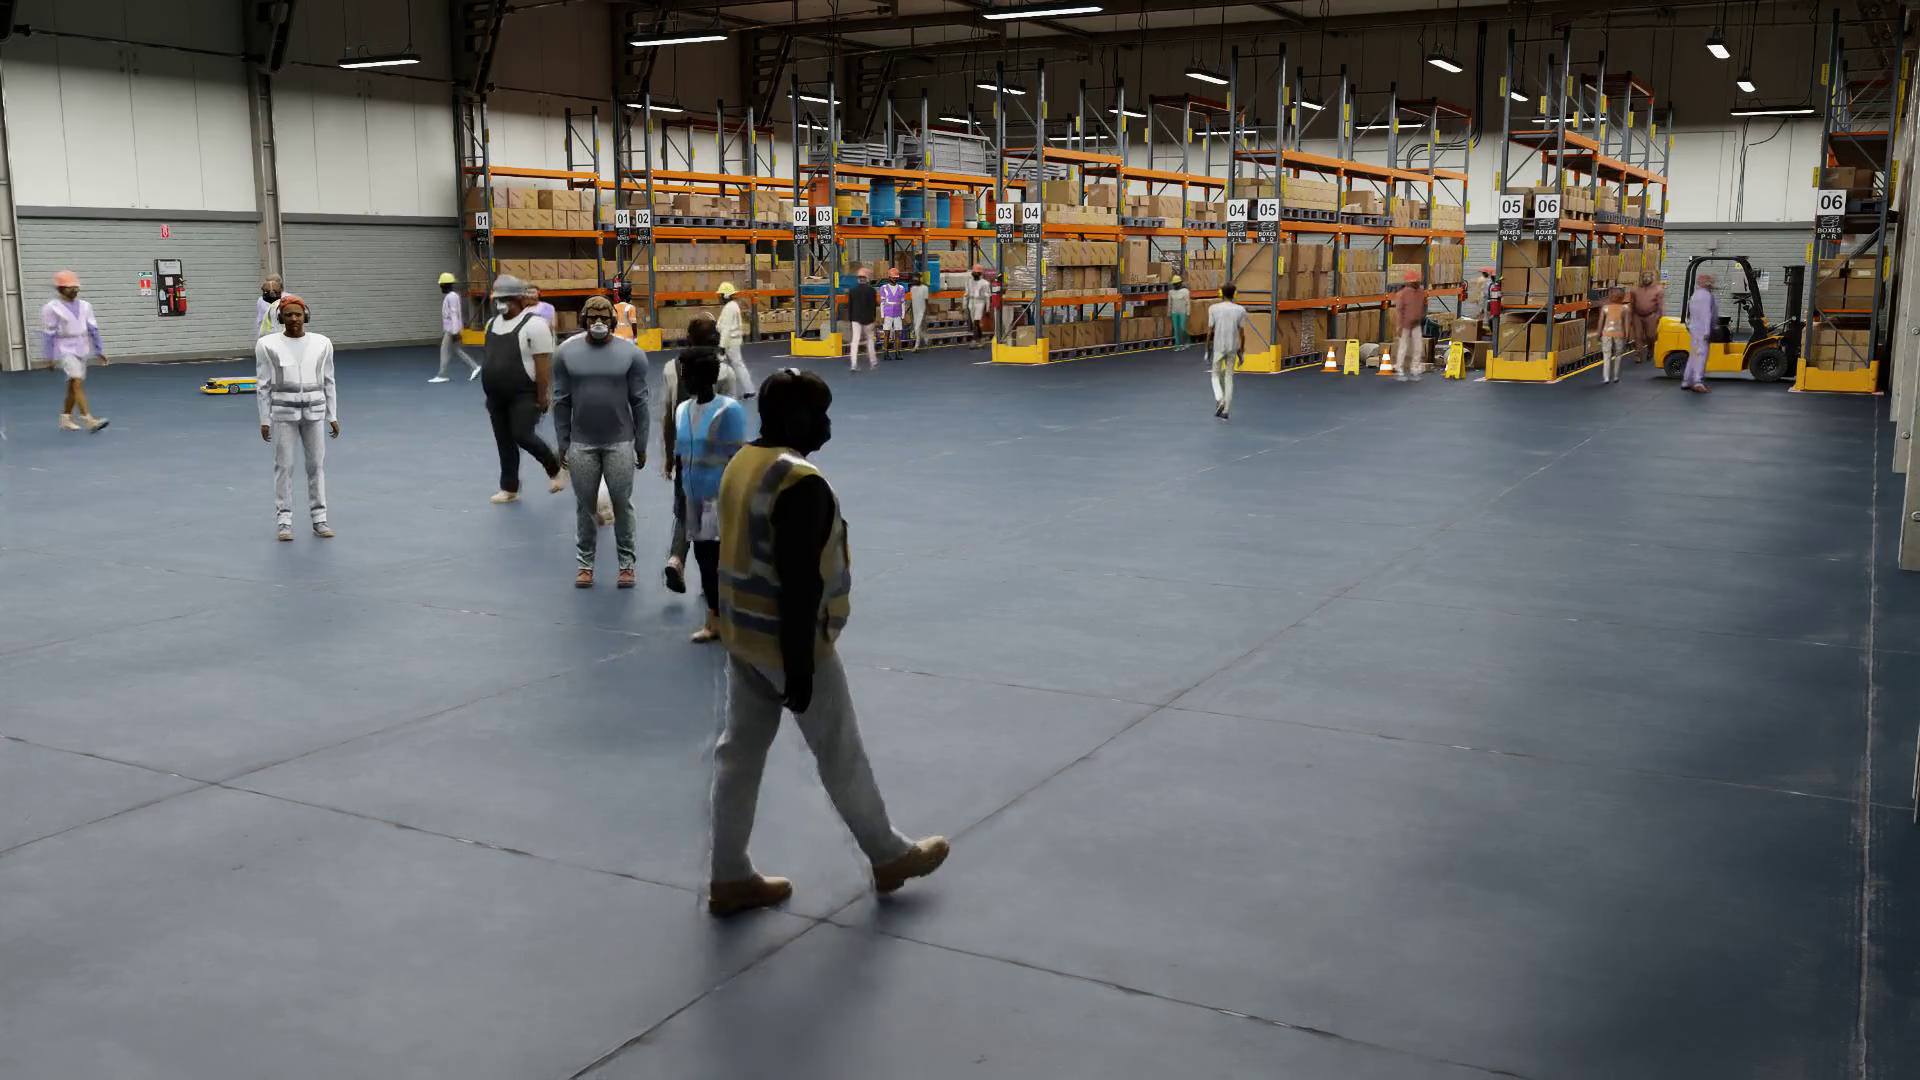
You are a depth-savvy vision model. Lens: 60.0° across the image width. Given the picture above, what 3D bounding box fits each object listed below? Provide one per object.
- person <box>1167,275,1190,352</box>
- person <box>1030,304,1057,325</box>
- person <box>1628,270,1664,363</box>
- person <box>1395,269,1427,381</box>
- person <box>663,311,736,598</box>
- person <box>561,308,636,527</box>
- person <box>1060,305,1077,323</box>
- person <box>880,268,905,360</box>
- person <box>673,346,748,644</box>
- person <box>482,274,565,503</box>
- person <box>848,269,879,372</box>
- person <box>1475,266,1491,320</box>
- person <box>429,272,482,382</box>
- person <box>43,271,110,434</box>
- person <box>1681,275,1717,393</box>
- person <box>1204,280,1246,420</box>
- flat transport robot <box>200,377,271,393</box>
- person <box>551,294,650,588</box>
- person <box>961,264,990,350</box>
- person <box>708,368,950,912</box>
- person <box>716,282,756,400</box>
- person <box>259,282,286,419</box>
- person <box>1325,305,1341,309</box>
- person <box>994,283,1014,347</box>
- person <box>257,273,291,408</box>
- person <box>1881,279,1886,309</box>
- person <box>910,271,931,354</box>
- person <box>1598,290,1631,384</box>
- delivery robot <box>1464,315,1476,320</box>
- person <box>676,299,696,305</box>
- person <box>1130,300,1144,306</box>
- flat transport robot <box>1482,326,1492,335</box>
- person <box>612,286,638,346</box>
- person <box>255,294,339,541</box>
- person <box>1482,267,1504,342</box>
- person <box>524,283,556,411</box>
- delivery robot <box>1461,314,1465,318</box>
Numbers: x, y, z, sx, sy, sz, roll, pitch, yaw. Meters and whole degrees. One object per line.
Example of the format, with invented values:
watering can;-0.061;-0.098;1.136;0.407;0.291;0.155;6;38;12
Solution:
person;4.957;-5.150;37.838;0.540;1.743;0.445;5;11;27
person;1.891;-5.205;37.649;0.634;1.931;0.369;0;10;2
person;13.950;-4.544;33.880;0.650;1.890;0.515;5;11;28
person;7.796;-3.702;28.778;0.639;1.941;0.797;-3;10;-15
person;-1.651;-0.521;10.502;0.541;1.835;0.483;4;10;21
person;-2.881;-0.988;13.251;0.637;1.826;0.696;2;10;10
person;2.891;-6.280;44.103;0.516;1.873;0.329;7;12;34
person;-1.398;-4.713;34.782;0.540;1.929;0.391;-3;10;-15
person;-1.412;-0.244;9.310;0.549;1.678;0.368;8;12;39
person;-3.923;-1.345;14.717;0.693;2.000;0.656;6;11;30
person;-1.851;-4.166;31.544;0.629;1.936;1.089;3;10;19
person;14.573;-6.700;46.473;0.504;1.902;0.582;0;10;0
person;-8.778;-3.684;28.835;0.877;1.899;0.601;-3;10;-18
person;-10.854;-2.303;20.470;1.041;1.986;0.613;4;11;24
person;11.908;-3.308;26.710;0.411;1.879;0.742;1;10;8
person;3.511;-2.509;22.064;0.553;1.853;0.427;0;10;2
flat transport robot;-11.352;-2.500;26.648;1.431;0.197;0.652;-6;12;-33
person;-2.347;-0.637;10.910;0.625;1.933;0.359;0;10;-3
person;0.409;-5.472;39.034;0.612;1.997;1.054;6;11;29
person;-0.467;0.331;5.581;0.901;1.802;0.659;-5;11;-29
person;-3.517;-2.990;25.104;0.919;1.783;0.612;-1;10;-5
person;-9.199;-2.555;22.413;0.428;1.836;0.627;-3;10;-16
person;9.332;-5.683;41.322;0.513;1.630;0.317;2;10;12
person;0.934;-4.754;35.977;0.511;1.605;0.801;5;11;27
person;-9.716;-2.838;23.756;0.635;1.936;0.355;1;10;8
person;24.565;-6.409;44.753;0.396;1.912;0.589;-9;13;-44
person;-0.878;-5.109;37.341;0.523;1.847;0.743;8;13;39
person;11.200;-3.478;28.497;0.529;1.590;0.870;5;11;25
delivery robot;13.857;-5.916;45.547;0.707;0.478;0.477;-2;10;-11
person;-6.937;-5.785;42.059;0.508;1.597;0.873;5;11;27
person;5.321;-7.141;49.483;0.556;1.746;0.580;2;10;10
flat transport robot;14.602;-5.758;45.724;0.652;0.197;1.431;-1;10;-6
person;-5.450;-3.291;27.109;0.539;1.695;0.318;7;12;35
person;-5.087;-0.940;12.803;0.578;1.882;0.346;-6;11;-32
person;13.332;-5.847;41.494;0.556;1.911;0.790;6;11;31
person;-6.026;-2.730;23.548;0.587;1.787;0.978;-1;10;-8
delivery robot;13.949;-6.016;46.129;0.477;0.478;0.707;-2;10;-10
